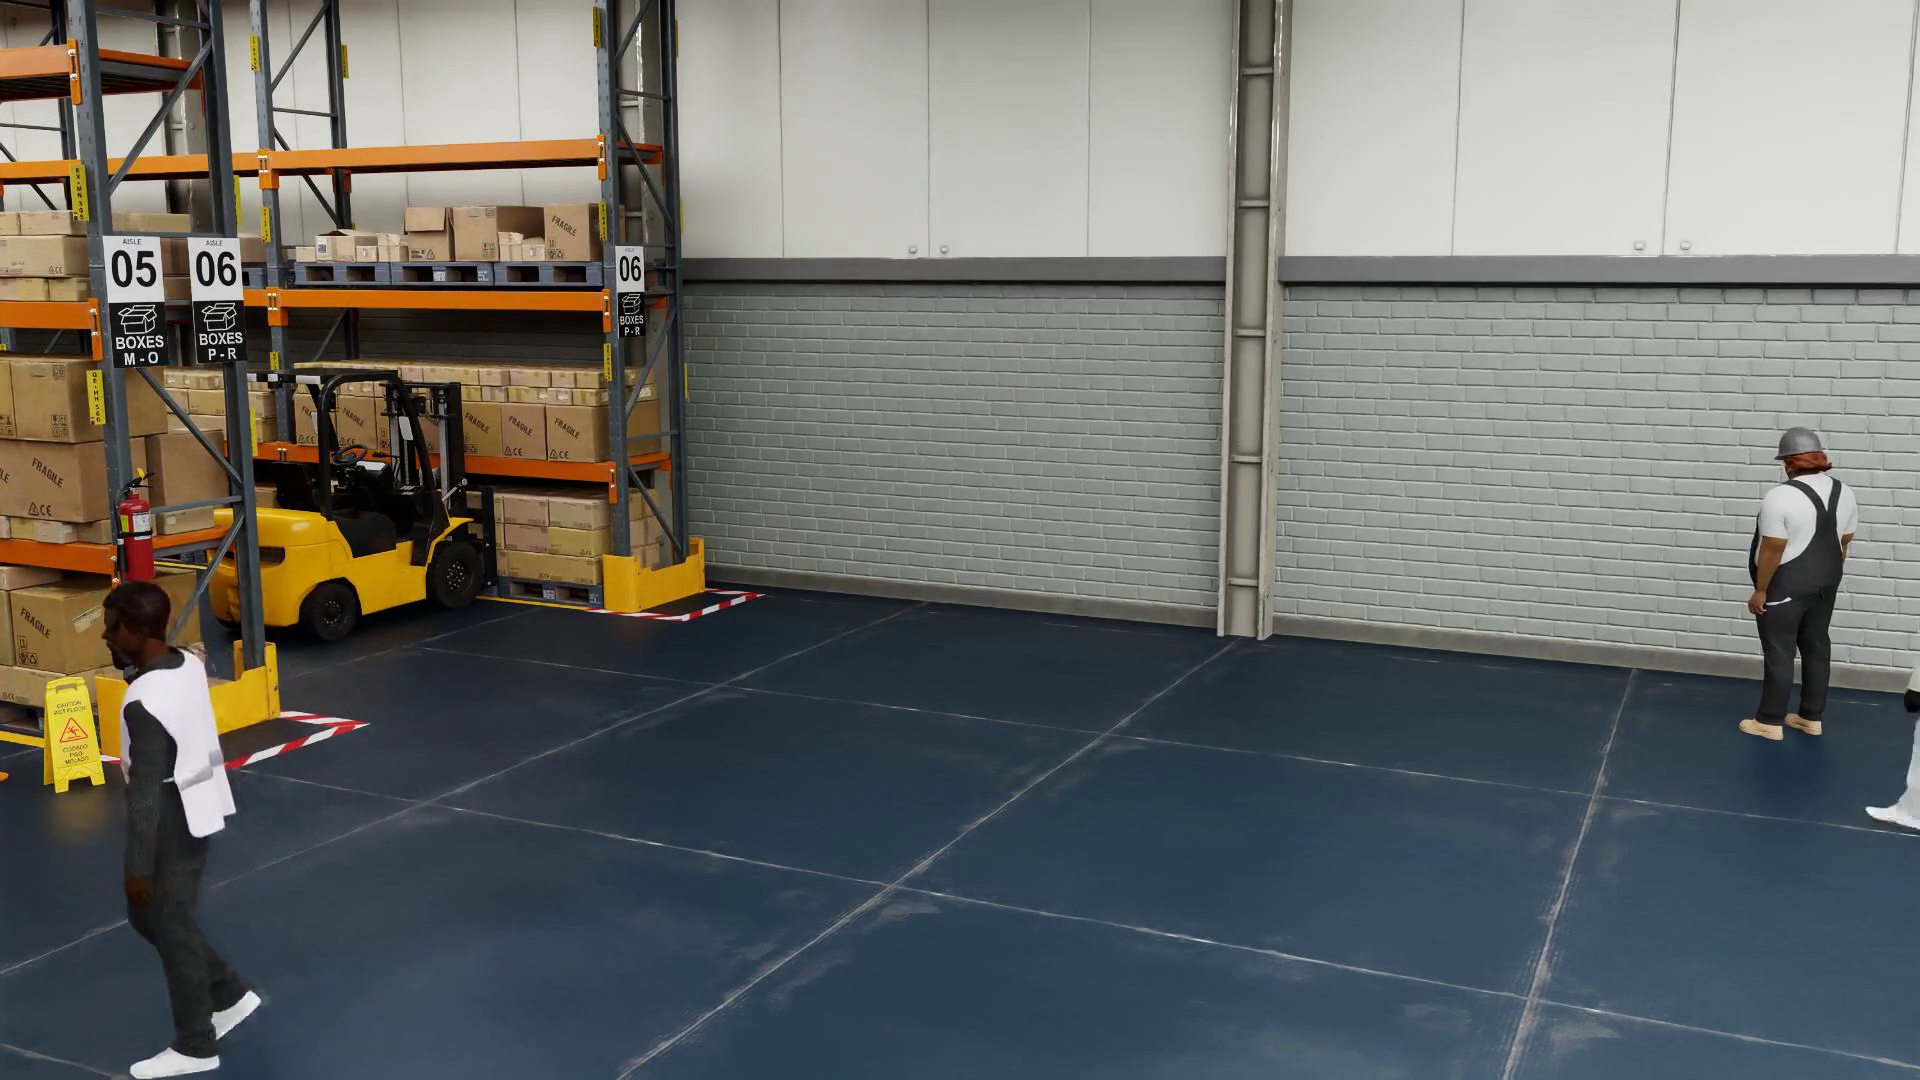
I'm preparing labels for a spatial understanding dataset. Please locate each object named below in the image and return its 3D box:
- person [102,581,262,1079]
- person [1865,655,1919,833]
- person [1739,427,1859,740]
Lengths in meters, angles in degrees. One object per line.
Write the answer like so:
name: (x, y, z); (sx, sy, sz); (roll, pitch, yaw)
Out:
person: (-2.949, 1.084, 6.187); (0.456, 1.902, 0.633); (-2, 9, -12)
person: (5.111, 0.674, 8.709); (0.621, 1.897, 0.807); (-8, 12, -40)
person: (5.380, 0.267, 10.787); (0.677, 2.000, 0.536); (-3, 10, -18)
